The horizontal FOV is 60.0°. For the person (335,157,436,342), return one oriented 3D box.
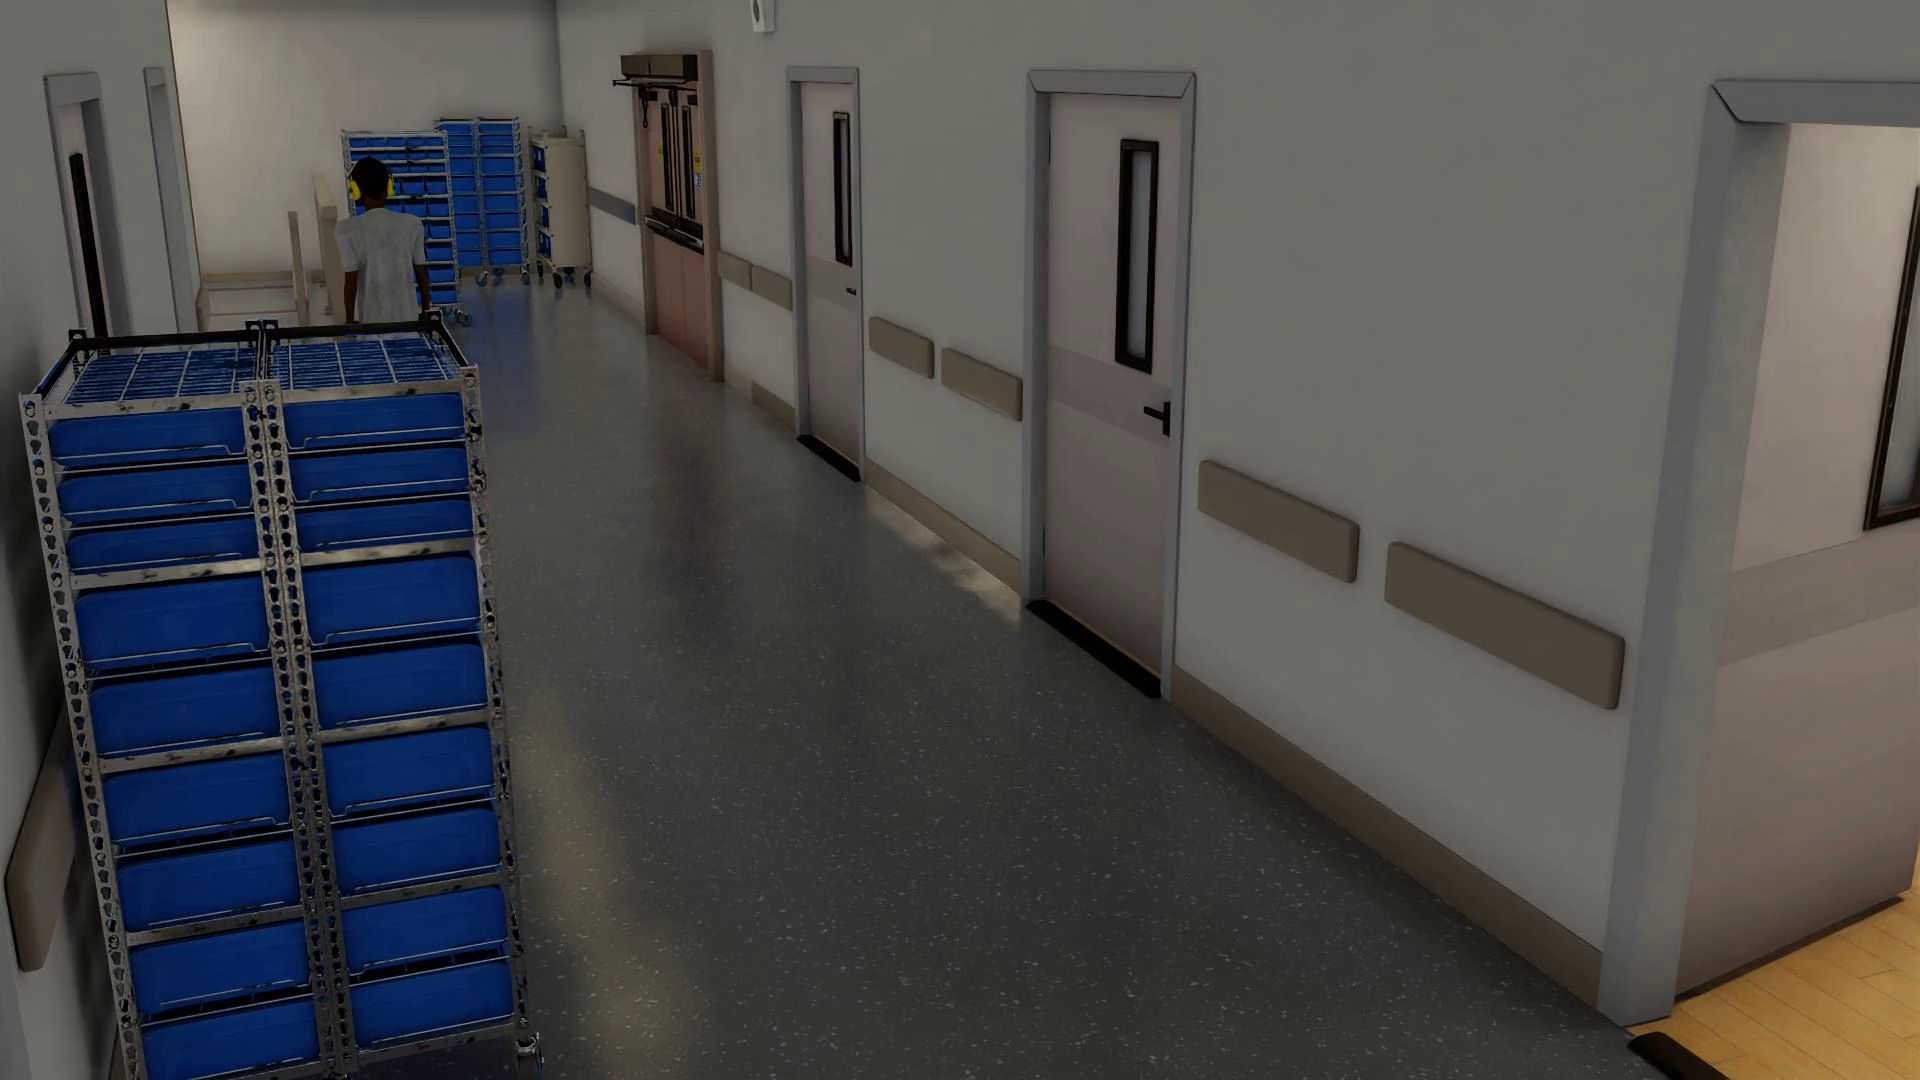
[{"bbox_3d":[-3.179,-1.176,9.243,0.518,1.865,0.327,-12,20,-37],"label":"person"}]
